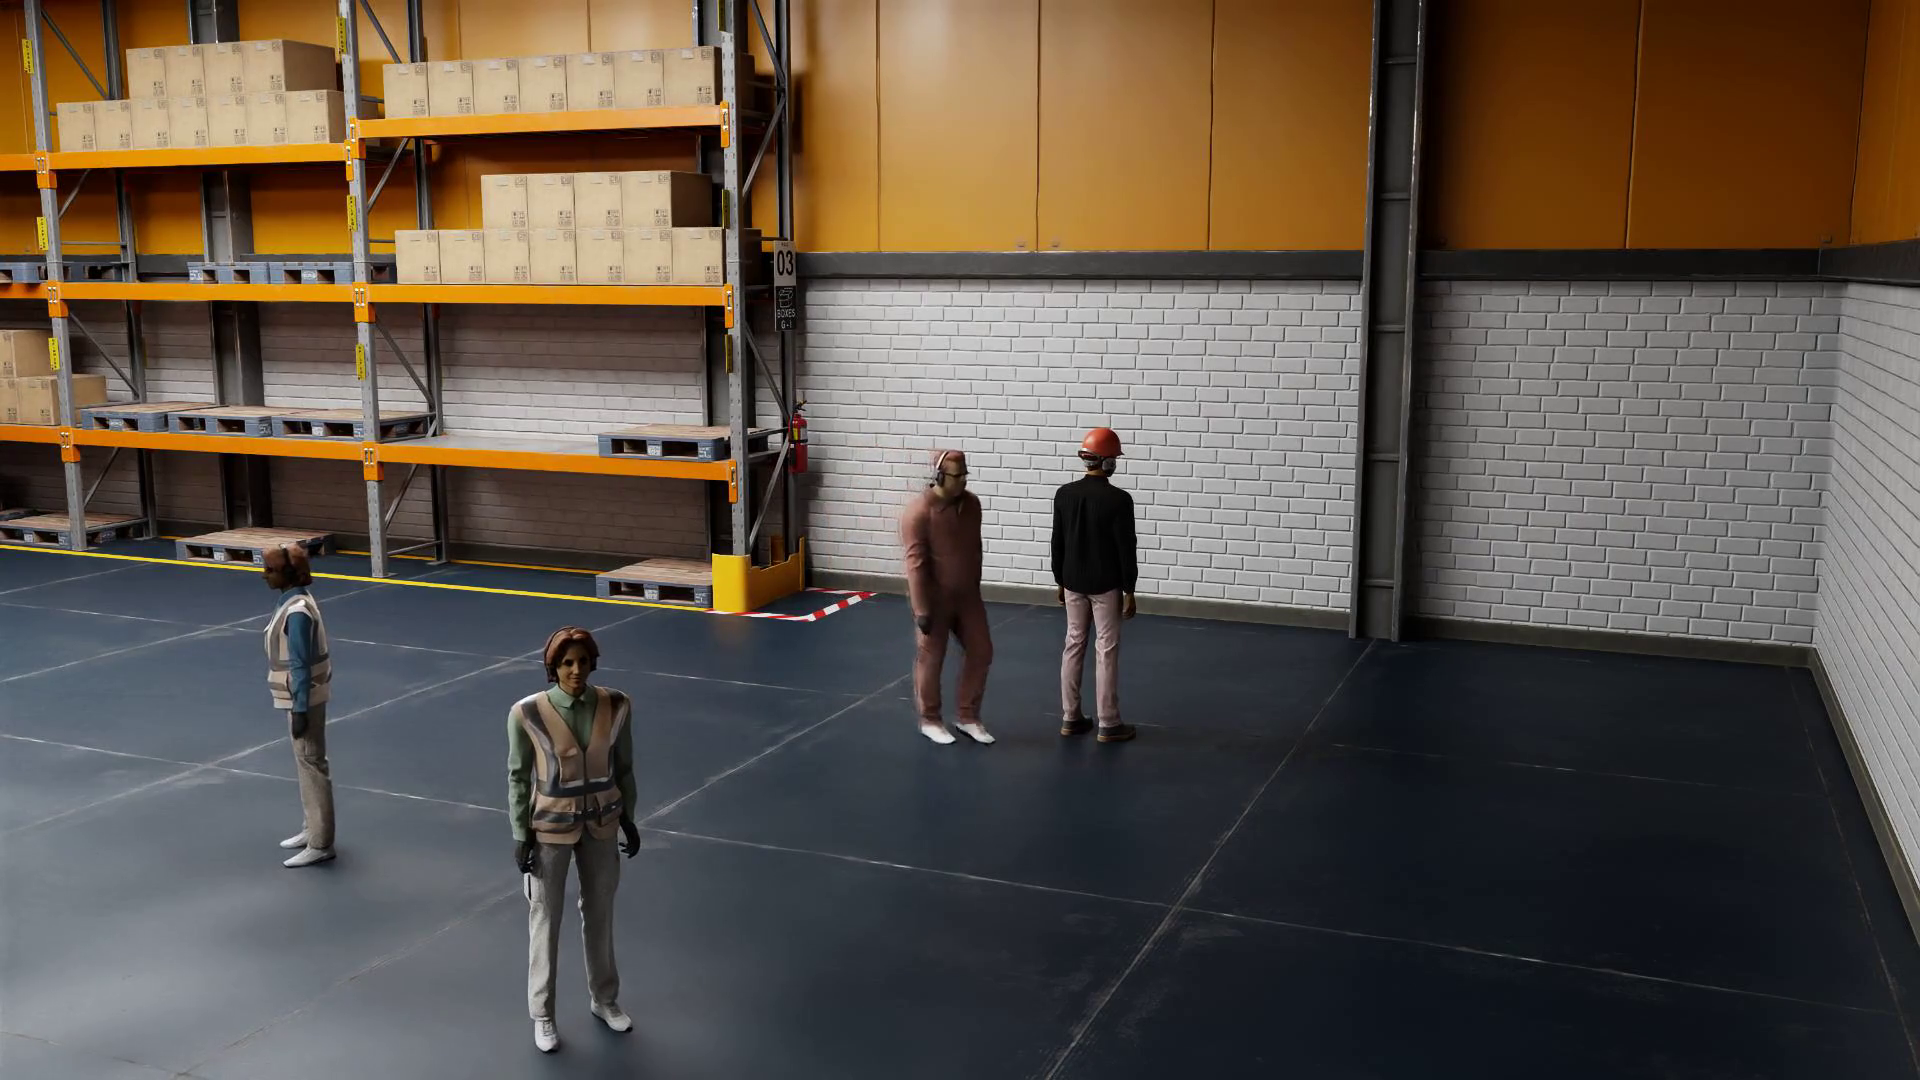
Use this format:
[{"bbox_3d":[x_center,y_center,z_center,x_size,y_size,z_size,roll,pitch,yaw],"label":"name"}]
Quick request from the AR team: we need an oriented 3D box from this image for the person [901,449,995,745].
[{"bbox_3d":[-0.034,0.372,10.346,0.684,1.881,0.649,-8,12,-41],"label":"person"}]

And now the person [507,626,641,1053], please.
[{"bbox_3d":[-1.494,1.137,6.457,0.514,1.642,0.310,-6,11,-33],"label":"person"}]

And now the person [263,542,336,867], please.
[{"bbox_3d":[-3.335,0.817,8.412,0.308,1.636,0.522,-4,10,-23],"label":"person"}]

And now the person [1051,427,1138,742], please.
[{"bbox_3d":[0.873,0.278,10.593,0.623,1.992,0.397,8,12,39],"label":"person"}]
